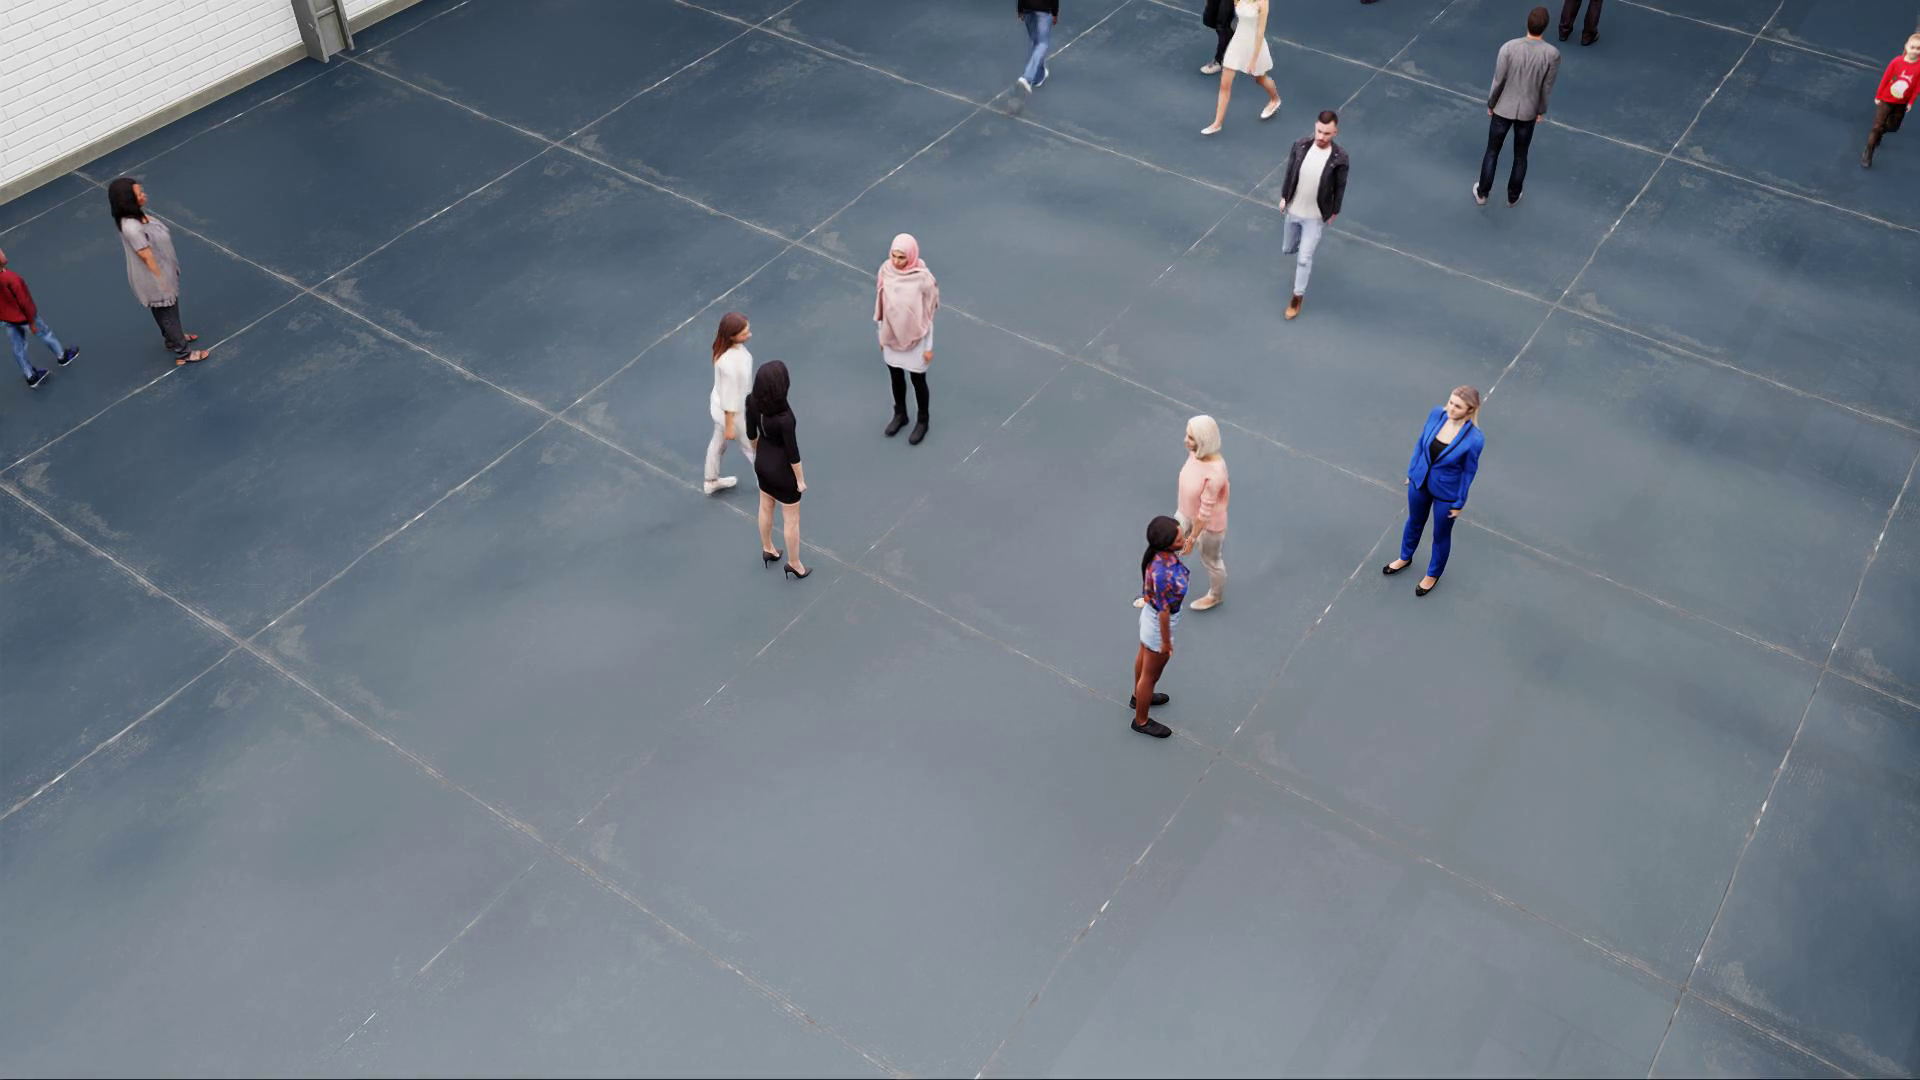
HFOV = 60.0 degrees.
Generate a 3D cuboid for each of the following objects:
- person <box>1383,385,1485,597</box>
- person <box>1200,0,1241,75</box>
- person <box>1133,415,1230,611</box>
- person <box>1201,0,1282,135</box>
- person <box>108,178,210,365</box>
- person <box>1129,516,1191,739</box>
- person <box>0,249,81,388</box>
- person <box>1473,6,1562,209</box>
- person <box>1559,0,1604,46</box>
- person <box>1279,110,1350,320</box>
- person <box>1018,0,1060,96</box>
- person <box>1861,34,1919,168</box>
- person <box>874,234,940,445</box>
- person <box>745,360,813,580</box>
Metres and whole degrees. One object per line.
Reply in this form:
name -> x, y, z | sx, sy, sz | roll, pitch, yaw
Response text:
person -> 3.257, -0.362, 11.306 | 0.631, 1.701, 0.670 | -30, 51, -28
person -> 2.756, -5.556, 16.719 | 0.902, 1.754, 0.822 | -19, 47, -19
person -> 1.698, -0.161, 11.097 | 0.989, 1.698, 0.877 | -17, 46, -17
person -> 2.836, -4.708, 15.895 | 1.257, 1.663, 0.863 | -26, 49, -25
person -> -6.444, -2.148, 13.245 | 0.743, 1.613, 0.711 | -28, 50, -26
person -> 1.227, 0.518, 10.354 | 0.727, 1.741, 0.621 | 3, 44, 3
person -> -7.454, -1.731, 13.080 | 0.655, 1.237, 0.801 | 11, 45, 11
person -> 4.968, -3.848, 14.840 | 0.757, 1.873, 0.726 | 11, 45, 11
person -> 6.573, -6.025, 17.143 | 0.659, 1.848, 0.576 | 22, 48, 22
person -> 2.895, -2.748, 13.729 | 0.683, 1.814, 0.975 | 23, 48, 22
person -> 0.725, -5.189, 16.351 | 0.697, 1.730, 1.014 | 18, 46, 18
person -> 8.760, -4.152, 15.595 | 0.632, 1.272, 0.785 | 11, 45, 11
person -> -0.391, -1.507, 12.435 | 0.669, 1.802, 0.656 | 15, 46, 15
person -> -1.250, -0.469, 11.344 | 0.626, 1.803, 0.522 | 31, 52, 29
